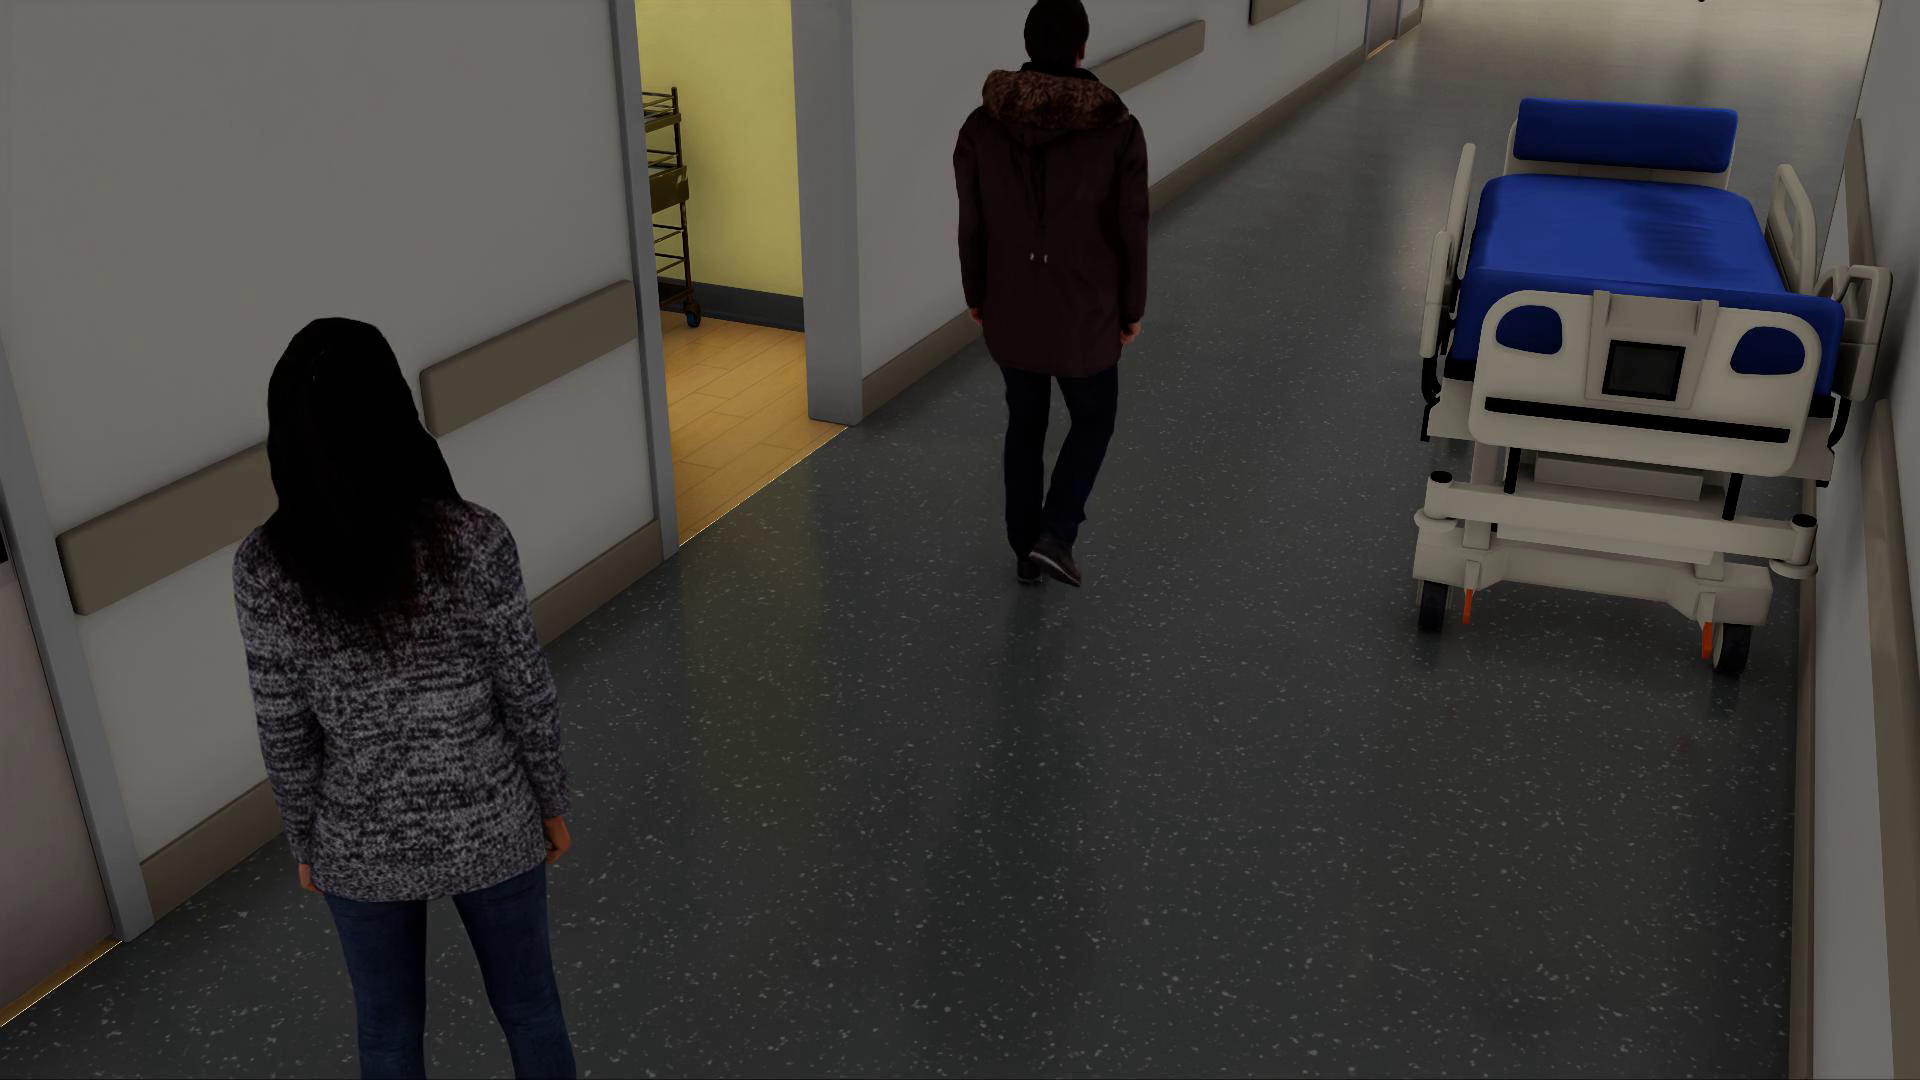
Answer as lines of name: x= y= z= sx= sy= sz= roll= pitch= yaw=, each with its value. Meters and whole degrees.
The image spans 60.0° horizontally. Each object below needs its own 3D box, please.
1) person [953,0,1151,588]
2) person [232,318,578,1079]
person: x=0.249 y=-0.663 z=5.000 sx=0.752 sy=1.832 sz=0.852 roll=9 pitch=27 yaw=17
person: x=-0.893 y=0.469 z=2.766 sx=0.661 sy=1.734 sz=0.749 roll=-6 pitch=26 yaw=-12
